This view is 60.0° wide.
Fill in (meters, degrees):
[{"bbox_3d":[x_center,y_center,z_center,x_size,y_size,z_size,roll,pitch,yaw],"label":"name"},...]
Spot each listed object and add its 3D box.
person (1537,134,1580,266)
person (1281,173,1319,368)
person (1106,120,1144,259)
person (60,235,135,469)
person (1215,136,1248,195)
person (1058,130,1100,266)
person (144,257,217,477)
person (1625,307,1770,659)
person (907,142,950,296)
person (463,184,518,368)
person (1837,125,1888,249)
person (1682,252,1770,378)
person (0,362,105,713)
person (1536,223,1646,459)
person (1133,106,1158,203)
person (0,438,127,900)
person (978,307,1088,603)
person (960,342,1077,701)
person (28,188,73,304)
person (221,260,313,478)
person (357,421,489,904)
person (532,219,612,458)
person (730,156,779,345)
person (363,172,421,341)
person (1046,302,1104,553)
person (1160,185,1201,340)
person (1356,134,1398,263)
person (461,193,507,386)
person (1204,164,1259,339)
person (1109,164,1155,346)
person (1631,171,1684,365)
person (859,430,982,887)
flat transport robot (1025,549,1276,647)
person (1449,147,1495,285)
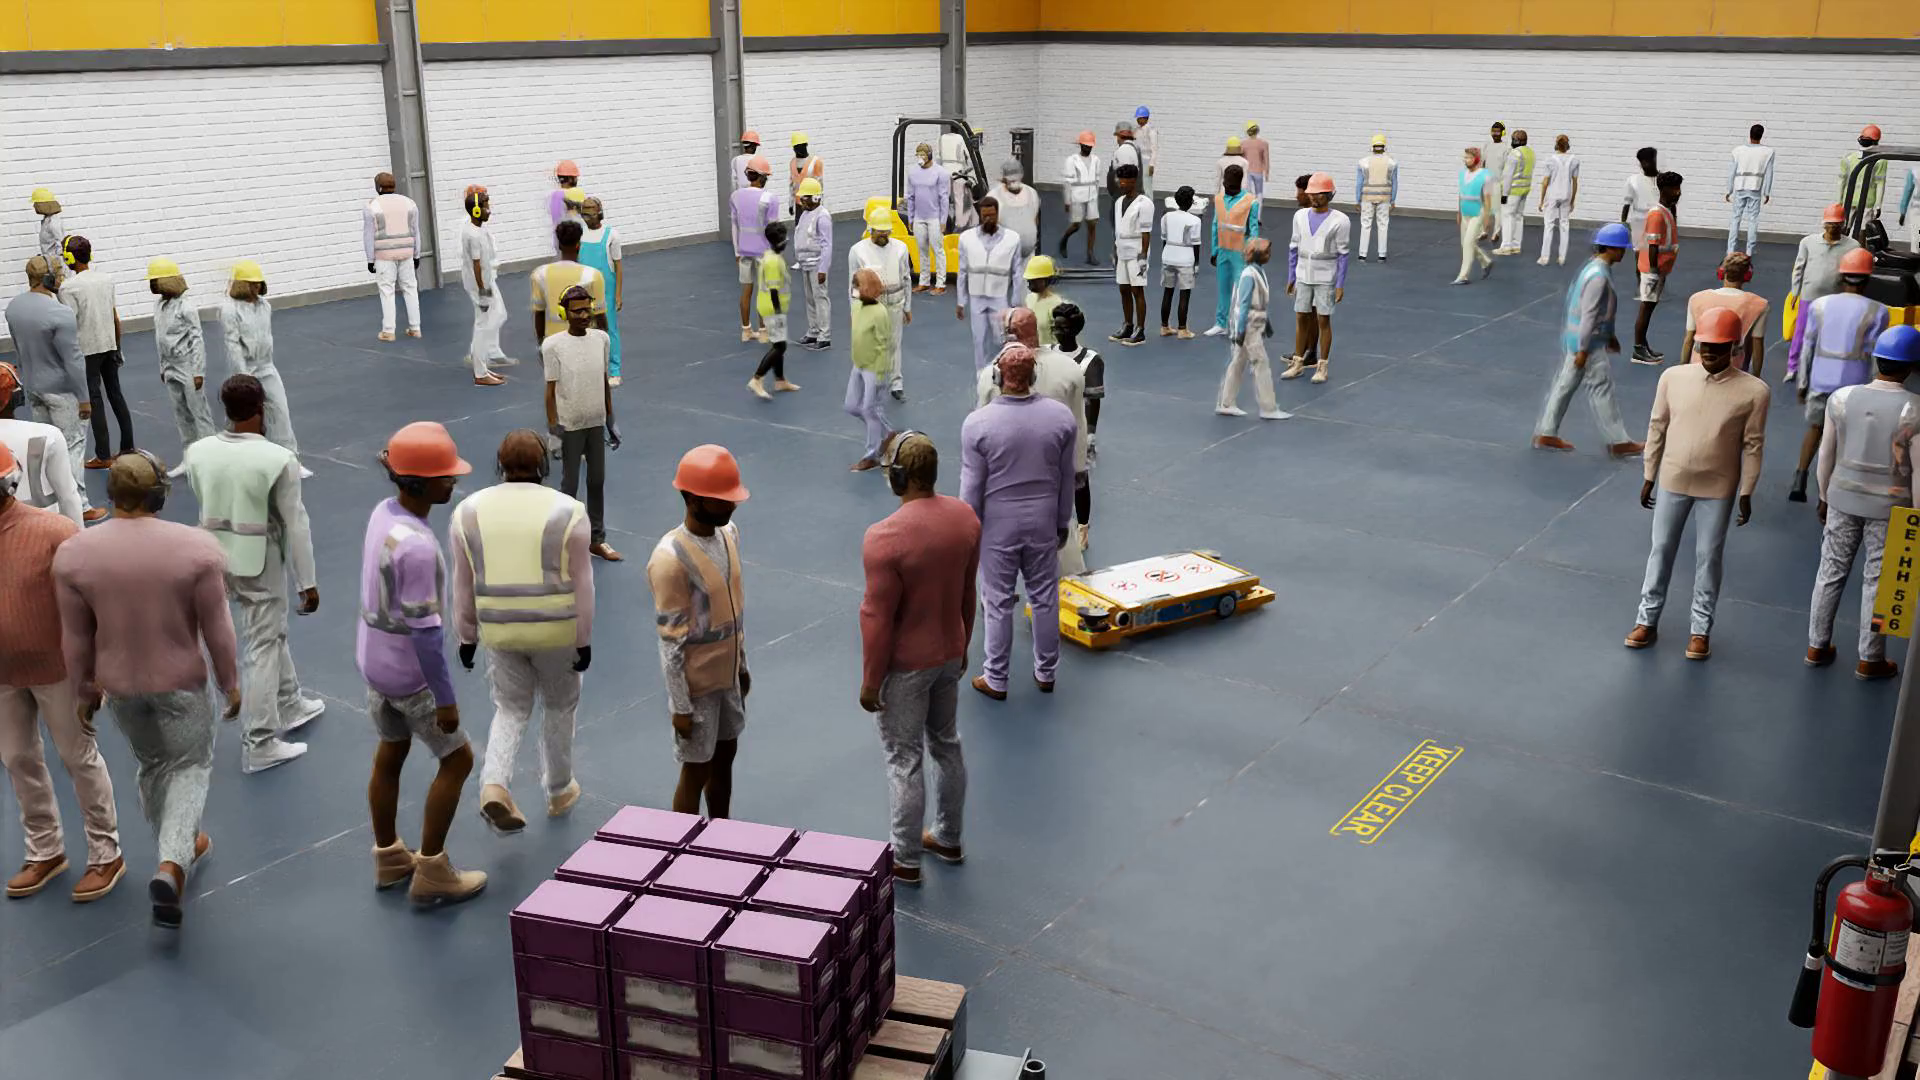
[{"bbox_3d":[8.514,-4.836,23.709,0.505,1.840,0.347,1,18,3],"label":"person"},{"bbox_3d":[3.528,-2.734,16.931,0.367,1.962,0.613,0,18,-1],"label":"person"},{"bbox_3d":[2.439,-5.131,24.307,0.591,2.000,0.723,8,20,25],"label":"person"},{"bbox_3d":[-6.871,-1.483,13.202,0.345,1.857,0.513,7,19,20],"label":"person"},{"bbox_3d":[4.076,-5.163,24.906,0.504,1.715,0.678,8,19,23],"label":"person"},{"bbox_3d":[1.740,-4.925,23.896,0.562,1.899,0.789,-9,20,-26],"label":"person"},{"bbox_3d":[-6.025,-1.313,12.843,0.492,1.742,0.320,11,21,30],"label":"person"},{"bbox_3d":[4.131,-0.316,9.317,0.610,1.996,0.384,12,21,34],"label":"person"},{"bbox_3d":[-0.409,-4.103,21.283,0.632,1.930,0.377,12,21,33],"label":"person"},{"bbox_3d":[-4.790,-2.659,16.851,0.432,1.872,0.616,-7,19,-22],"label":"person"},{"bbox_3d":[12.221,-4.585,22.595,0.376,2.044,0.607,-16,23,-40],"label":"person"},{"bbox_3d":[5.659,-1.217,12.399,0.565,1.836,0.384,13,22,35],"label":"person"},{"bbox_3d":[-4.735,0.029,8.417,0.587,1.882,0.341,-5,18,-14],"label":"person"},{"bbox_3d":[5.234,-1.611,13.508,0.948,1.898,0.633,5,18,15],"label":"person"},{"bbox_3d":[3.151,-6.497,28.732,0.409,1.943,0.615,-10,21,-30],"label":"person"},{"bbox_3d":[-3.785,0.518,6.735,0.628,1.982,0.403,1,18,2],"label":"person"},{"bbox_3d":[0.430,-0.462,9.976,0.680,1.882,0.400,-1,18,-4],"label":"person"},{"bbox_3d":[0.287,-0.093,8.762,0.636,1.911,0.404,-6,19,-18],"label":"person"},{"bbox_3d":[-9.621,-2.867,17.704,0.319,1.742,0.492,-13,22,-34],"label":"person"},{"bbox_3d":[-5.549,-1.339,12.999,0.895,1.702,0.485,10,20,28],"label":"person"},{"bbox_3d":[-2.171,0.510,6.715,0.534,2.017,0.608,-10,20,-28],"label":"person"},{"bbox_3d":[-3.122,-1.587,13.368,0.620,1.948,0.545,3,18,9],"label":"person"},{"bbox_3d":[-2.189,-3.142,18.112,0.612,2.030,0.410,9,20,27],"label":"person"},{"bbox_3d":[-6.265,-3.131,18.386,0.633,1.837,0.429,-16,23,-40],"label":"person"},{"bbox_3d":[0.707,-0.748,11.154,0.532,1.696,0.319,11,21,31],"label":"person"},{"bbox_3d":[2.440,-3.068,18.422,0.531,1.689,0.322,16,23,40],"label":"person"},{"bbox_3d":[5.997,-4.921,23.993,0.587,1.828,0.404,3,18,9],"label":"person"},{"bbox_3d":[-4.651,-2.429,16.154,0.322,1.861,0.511,-6,19,-17],"label":"person"},{"bbox_3d":[3.042,-3.199,18.468,0.379,1.915,0.594,-15,23,-40],"label":"person"},{"bbox_3d":[1.856,-3.117,18.159,0.387,1.952,0.610,-10,21,-30],"label":"person"},{"bbox_3d":[7.193,-2.810,17.166,0.368,1.966,0.603,9,20,26],"label":"person"},{"bbox_3d":[-0.170,0.494,6.900,0.381,1.929,0.635,15,23,39],"label":"person"},{"bbox_3d":[1.167,0.326,10.095,1.431,0.197,0.652,-11,21,-31],"label":"flat transport robot"},{"bbox_3d":[6.886,-4.317,22.130,0.748,1.821,0.578,-8,19,-23],"label":"person"}]
